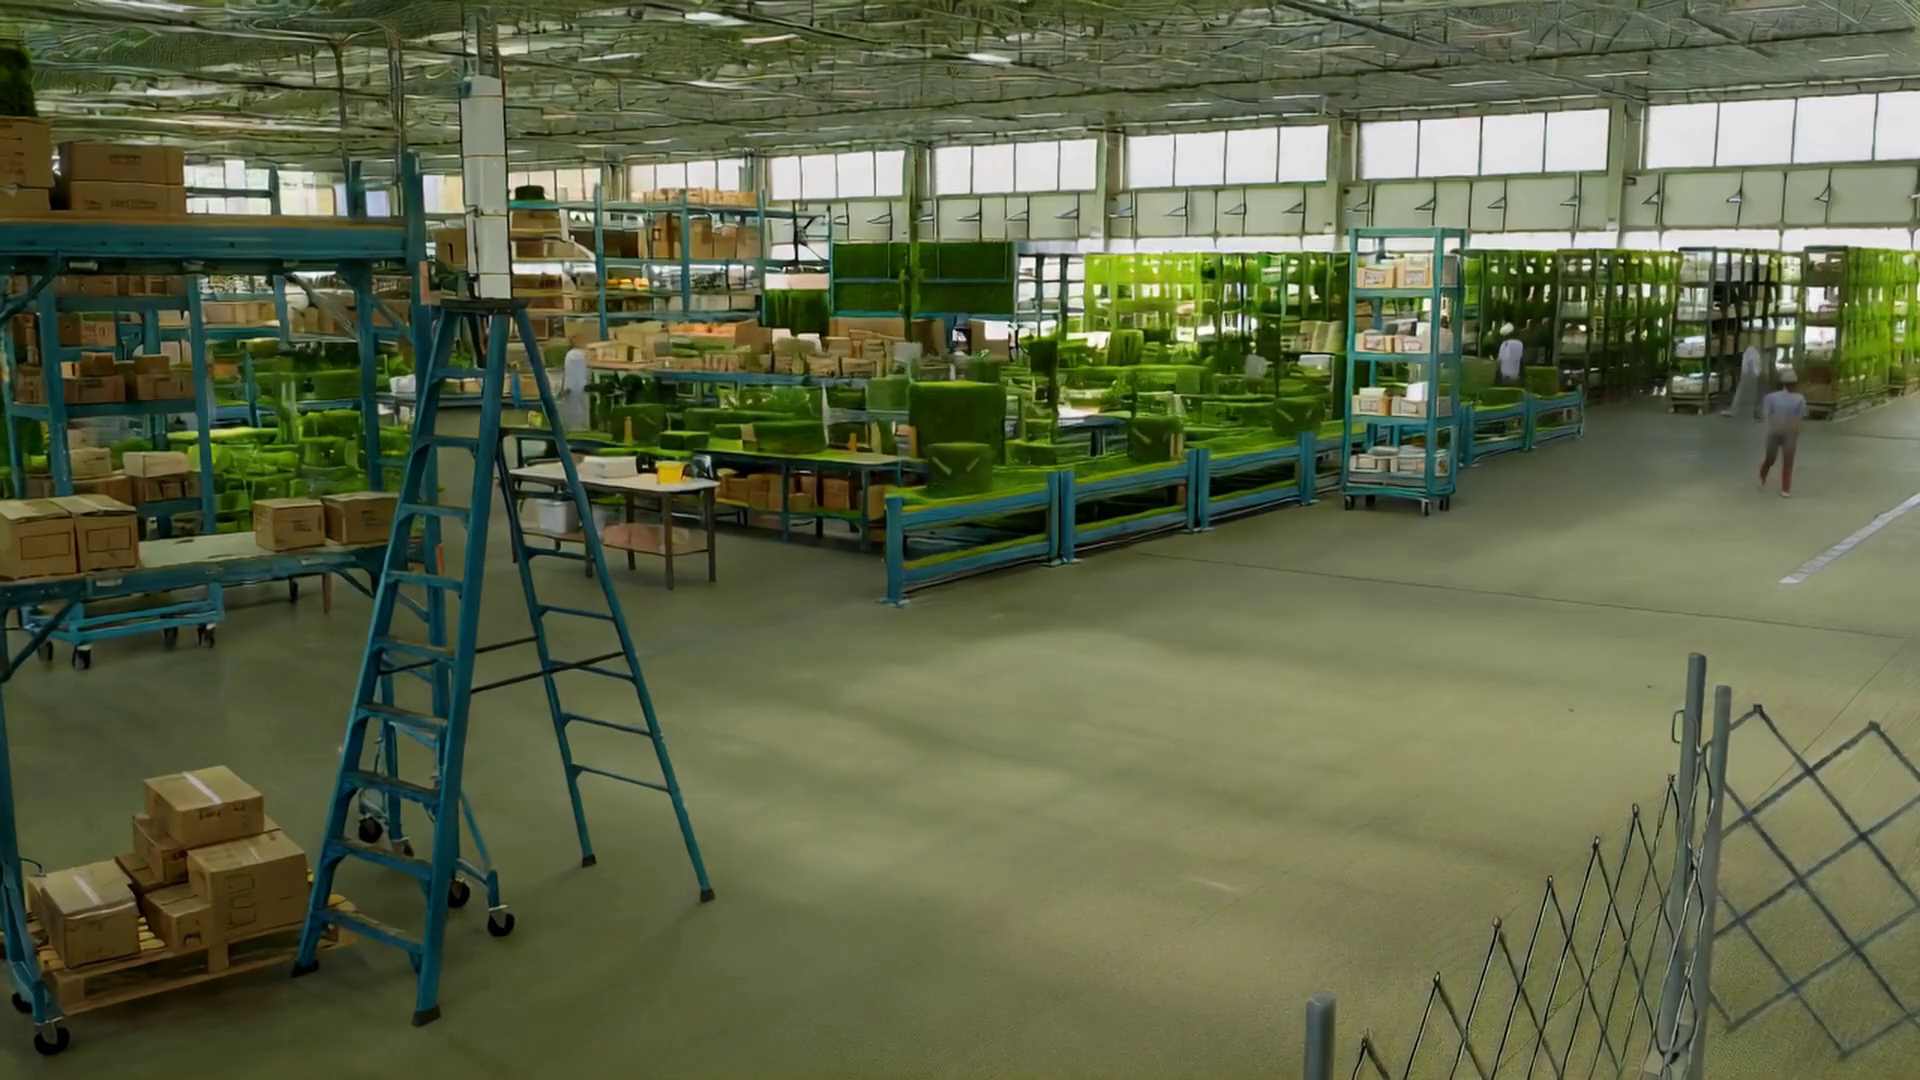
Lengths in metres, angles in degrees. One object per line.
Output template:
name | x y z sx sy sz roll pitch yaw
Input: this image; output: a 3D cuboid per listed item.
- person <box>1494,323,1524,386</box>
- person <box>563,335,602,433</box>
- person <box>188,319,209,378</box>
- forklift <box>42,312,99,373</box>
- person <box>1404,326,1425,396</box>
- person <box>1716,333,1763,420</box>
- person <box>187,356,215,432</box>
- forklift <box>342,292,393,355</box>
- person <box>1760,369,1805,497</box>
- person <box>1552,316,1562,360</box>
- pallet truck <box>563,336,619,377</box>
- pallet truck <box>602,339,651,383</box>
person | 11.368 -3.500 34.541 0.619 2.019 0.447 -5 10 -29
person | -7.228 -2.941 31.537 0.874 1.877 0.652 2 9 11
person | -20.023 -4.900 43.834 1.014 1.852 0.636 -7 12 -39
forklift | -23.779 -5.451 44.052 1.873 2.768 1.129 7 11 36
person | 11.327 -4.434 41.247 0.591 1.764 0.959 8 12 42
person | 16.289 -3.396 34.587 0.960 1.791 0.586 6 11 34
person | -10.580 -1.639 23.352 0.573 1.881 0.994 6 11 31
forklift | -16.485 -5.622 45.120 1.129 2.768 1.873 7 11 37
person | 11.269 -1.487 22.823 0.535 1.746 0.643 2 9 10
person | 17.352 -5.727 48.527 0.376 1.996 0.612 3 9 15
pallet truck | -10.690 -5.294 48.215 1.601 1.201 0.680 -5 10 -26
pallet truck | -8.991 -4.871 45.351 0.653 1.274 1.630 7 11 37
